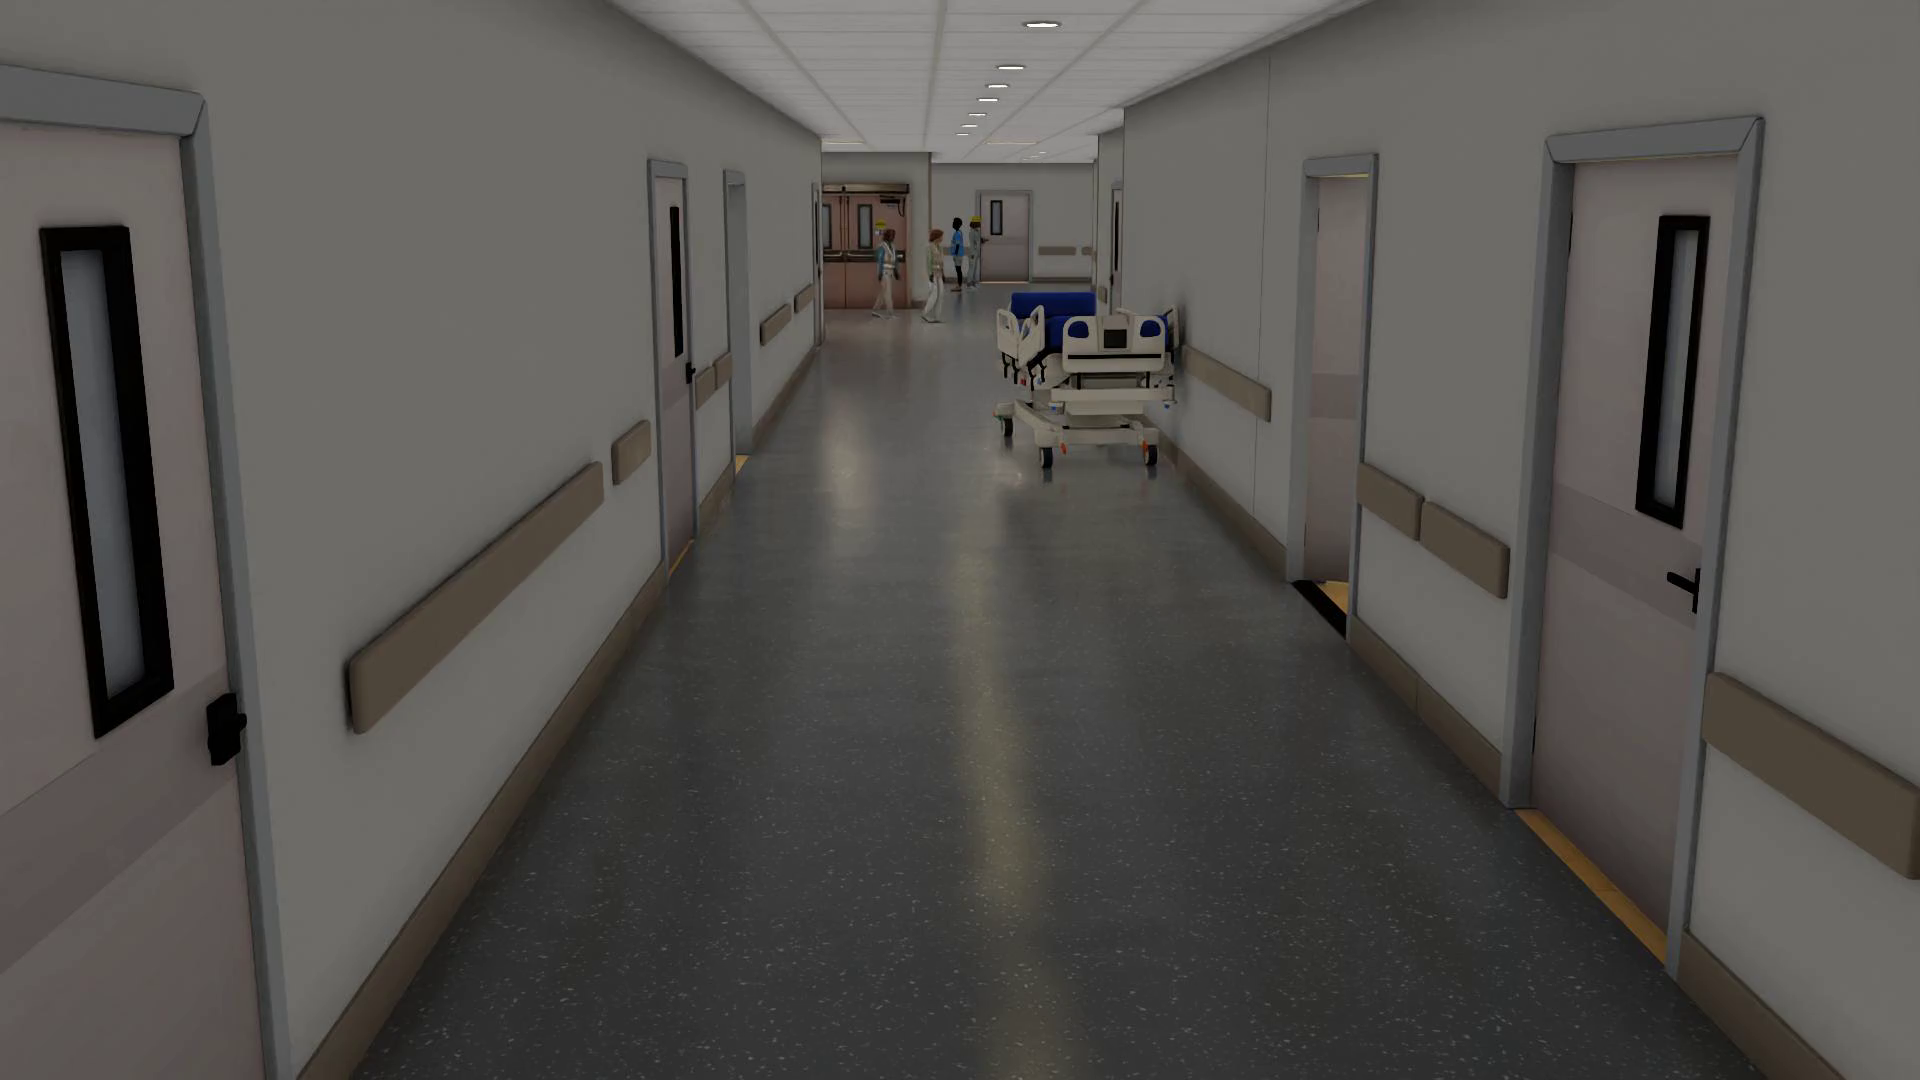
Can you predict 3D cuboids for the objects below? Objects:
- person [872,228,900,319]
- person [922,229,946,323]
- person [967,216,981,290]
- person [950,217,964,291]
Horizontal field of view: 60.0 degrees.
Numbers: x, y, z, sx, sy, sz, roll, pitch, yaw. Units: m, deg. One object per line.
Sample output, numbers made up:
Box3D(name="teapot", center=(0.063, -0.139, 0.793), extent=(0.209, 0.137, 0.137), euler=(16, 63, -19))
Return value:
Box3D(name="person", center=(-1.350, -4.774, 29.856), extent=(0.581, 1.619, 0.552), euler=(4, 12, 20))
Box3D(name="person", center=(-0.418, -4.563, 28.767), extent=(0.380, 1.608, 0.552), euler=(7, 13, 29))
Box3D(name="person", center=(0.356, -6.798, 39.372), extent=(0.347, 1.733, 0.479), euler=(3, 12, 14))
Box3D(name="person", center=(-0.065, -6.625, 38.609), extent=(0.318, 1.700, 0.535), euler=(1, 12, 3))
